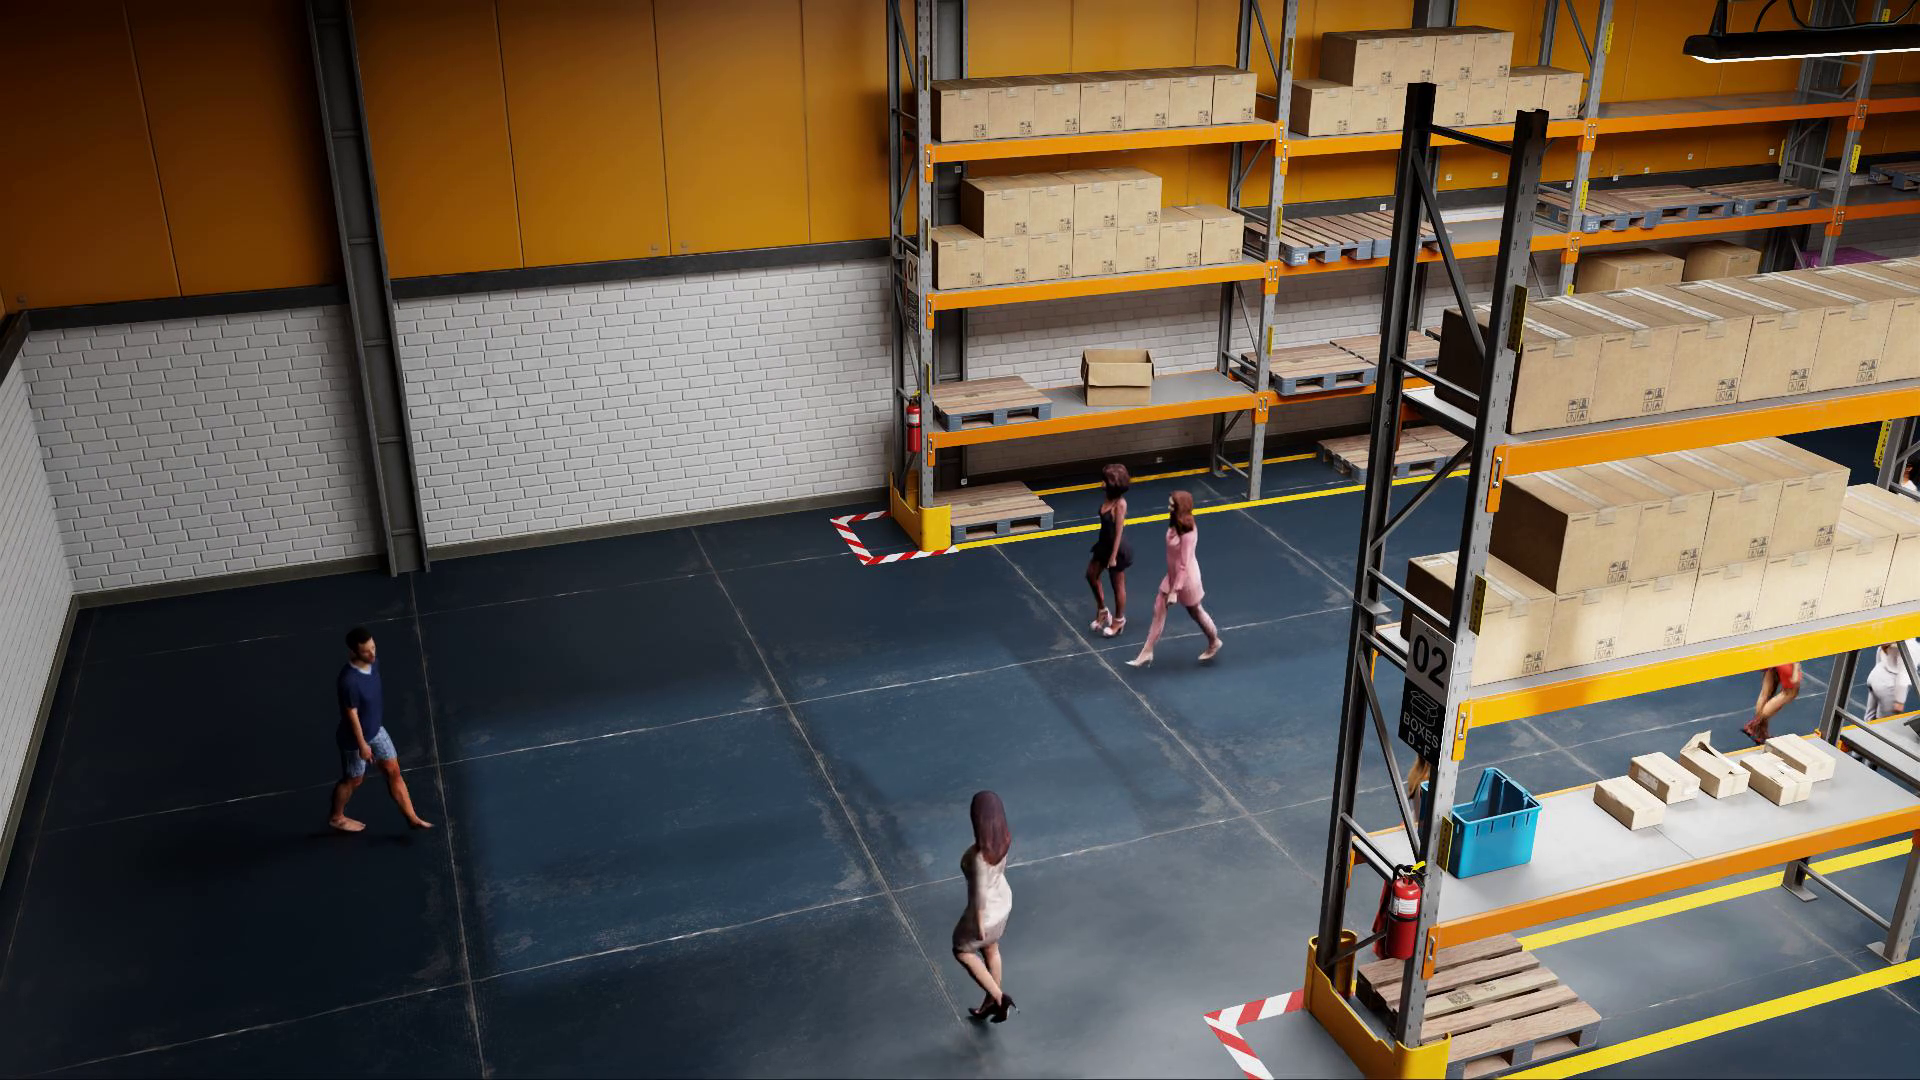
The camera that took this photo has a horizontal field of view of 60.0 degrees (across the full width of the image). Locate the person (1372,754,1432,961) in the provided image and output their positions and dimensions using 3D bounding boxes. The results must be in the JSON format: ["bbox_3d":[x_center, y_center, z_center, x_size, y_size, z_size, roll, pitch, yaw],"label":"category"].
[{"bbox_3d":[3.079,2.065,11.218,0.759,1.800,0.726,5,24,11],"label":"person"}]

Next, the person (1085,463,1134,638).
[{"bbox_3d":[1.522,0.100,15.739,0.618,1.778,0.575,-8,25,-17],"label":"person"}]

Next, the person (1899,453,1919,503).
[{"bbox_3d":[9.140,-0.091,16.341,0.615,1.646,0.623,-2,24,-4],"label":"person"}]

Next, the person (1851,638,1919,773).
[{"bbox_3d":[7.343,1.223,13.196,0.665,1.759,0.656,3,24,6],"label":"person"}]

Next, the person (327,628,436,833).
[{"bbox_3d":[-4.616,1.460,12.610,1.218,1.793,1.049,4,24,9],"label":"person"}]

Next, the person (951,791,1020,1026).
[{"bbox_3d":[0.237,2.382,10.573,0.827,1.736,0.768,14,27,28],"label":"person"}]

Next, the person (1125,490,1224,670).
[{"bbox_3d":[2.119,0.396,15.112,1.204,1.739,0.710,-6,24,-13],"label":"person"}]
